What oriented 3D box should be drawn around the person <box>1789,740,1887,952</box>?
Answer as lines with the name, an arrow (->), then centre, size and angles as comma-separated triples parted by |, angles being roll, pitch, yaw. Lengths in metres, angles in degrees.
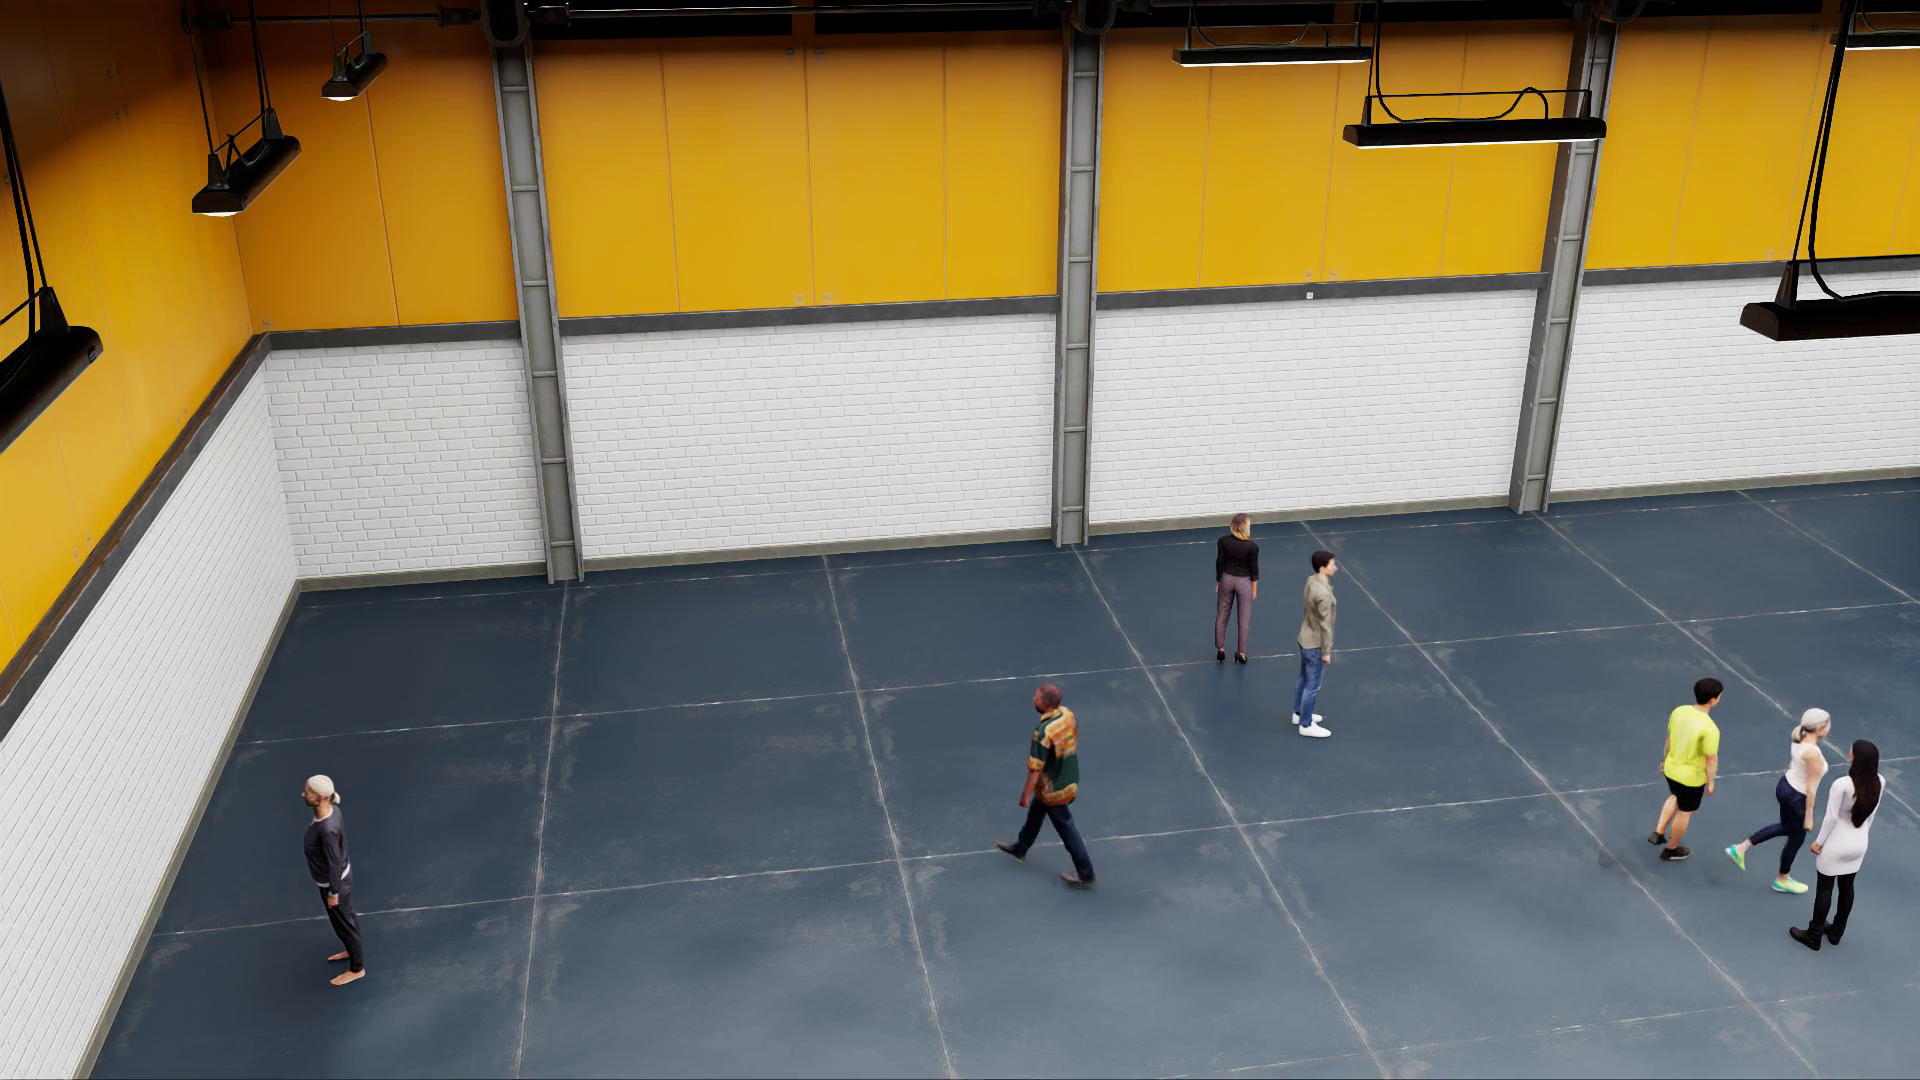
person -> 6.755, 2.328, 12.723 | 0.486, 1.808, 0.677 | -6, 24, -13

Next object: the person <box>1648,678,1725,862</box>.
person -> 5.969, 1.922, 13.792 | 0.716, 1.695, 0.709 | -10, 26, -22

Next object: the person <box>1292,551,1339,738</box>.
person -> 3.358, 0.964, 15.770 | 0.611, 1.867, 0.728 | -1, 24, -3

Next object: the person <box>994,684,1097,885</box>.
person -> 0.836, 2.022, 13.490 | 1.293, 1.754, 1.134 | 11, 26, 23

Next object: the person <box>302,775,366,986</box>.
person -> -4.675, 2.500, 12.430 | 0.575, 1.726, 0.639 | -8, 25, -19

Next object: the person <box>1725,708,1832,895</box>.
person -> 6.627, 2.103, 13.388 | 0.974, 1.687, 0.778 | 4, 24, 8

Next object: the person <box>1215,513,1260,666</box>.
person -> 2.824, 0.502, 17.072 | 0.653, 1.671, 0.748 | 10, 26, 22
